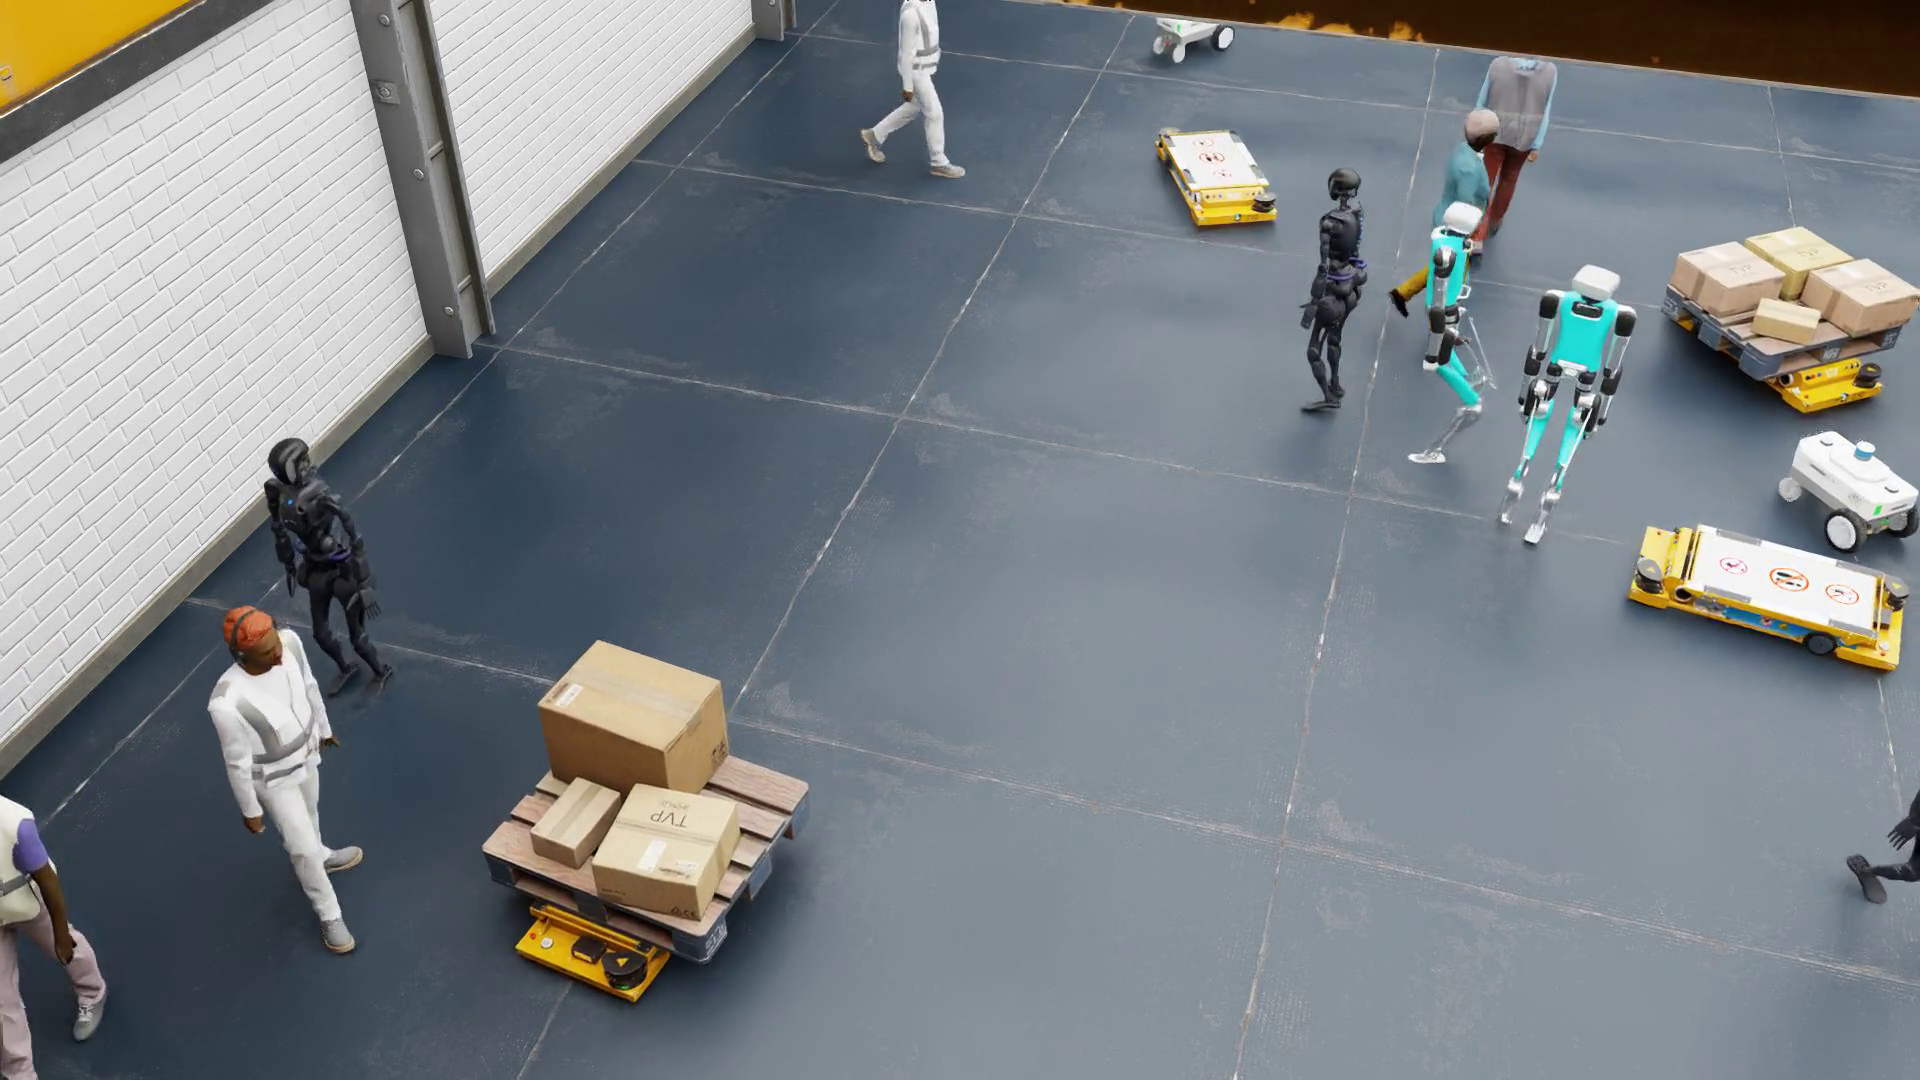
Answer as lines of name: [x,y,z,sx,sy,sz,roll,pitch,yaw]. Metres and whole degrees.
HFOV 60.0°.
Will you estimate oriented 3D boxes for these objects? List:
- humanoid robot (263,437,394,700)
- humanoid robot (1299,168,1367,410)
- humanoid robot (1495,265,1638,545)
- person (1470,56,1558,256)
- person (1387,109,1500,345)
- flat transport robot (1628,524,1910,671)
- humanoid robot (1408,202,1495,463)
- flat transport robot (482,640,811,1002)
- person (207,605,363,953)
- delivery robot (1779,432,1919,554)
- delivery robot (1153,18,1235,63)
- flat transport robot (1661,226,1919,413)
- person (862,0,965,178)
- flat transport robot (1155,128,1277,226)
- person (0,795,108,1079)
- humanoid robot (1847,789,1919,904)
humanoid robot: [-3.283,0.173,8.668,0.589,1.659,0.336,12,40,15]
humanoid robot: [2.493,-1.632,10.914,0.429,1.637,0.607,25,45,27]
humanoid robot: [3.462,-0.665,9.688,0.536,1.832,0.662,19,42,22]
person: [4.119,-3.045,12.531,0.555,1.841,0.861,9,40,11]
person: [3.394,-2.152,11.508,0.541,1.742,0.546,6,39,8]
flat transport robot: [4.682,0.294,9.639,1.431,0.231,0.659,17,42,20]
humanoid robot: [3.146,-1.216,10.359,0.652,1.821,0.534,13,41,15]
flat transport robot: [-1.465,1.548,8.079,0.659,0.231,1.431,16,42,19]
person: [-3.013,1.014,7.480,0.522,1.866,0.623,9,40,11]
delivery robot: [5.458,-0.308,10.174,0.499,0.614,0.812,-14,41,-17]
delivery robot: [2.236,-4.939,15.931,0.799,0.608,0.499,-27,46,-29]
flat transport robot: [5.723,-1.398,11.743,0.659,0.231,1.431,-14,41,-16]
person: [-0.403,-3.823,13.498,0.844,1.855,0.602,7,39,8]
flat transport robot: [2.107,-3.031,13.775,0.659,0.231,1.431,-5,39,-7]
person: [-3.928,1.612,6.764,0.598,1.807,0.878,-2,39,-2]
humanoid robot: [4.511,1.169,7.443,0.616,1.624,0.594,-2,39,-3]
